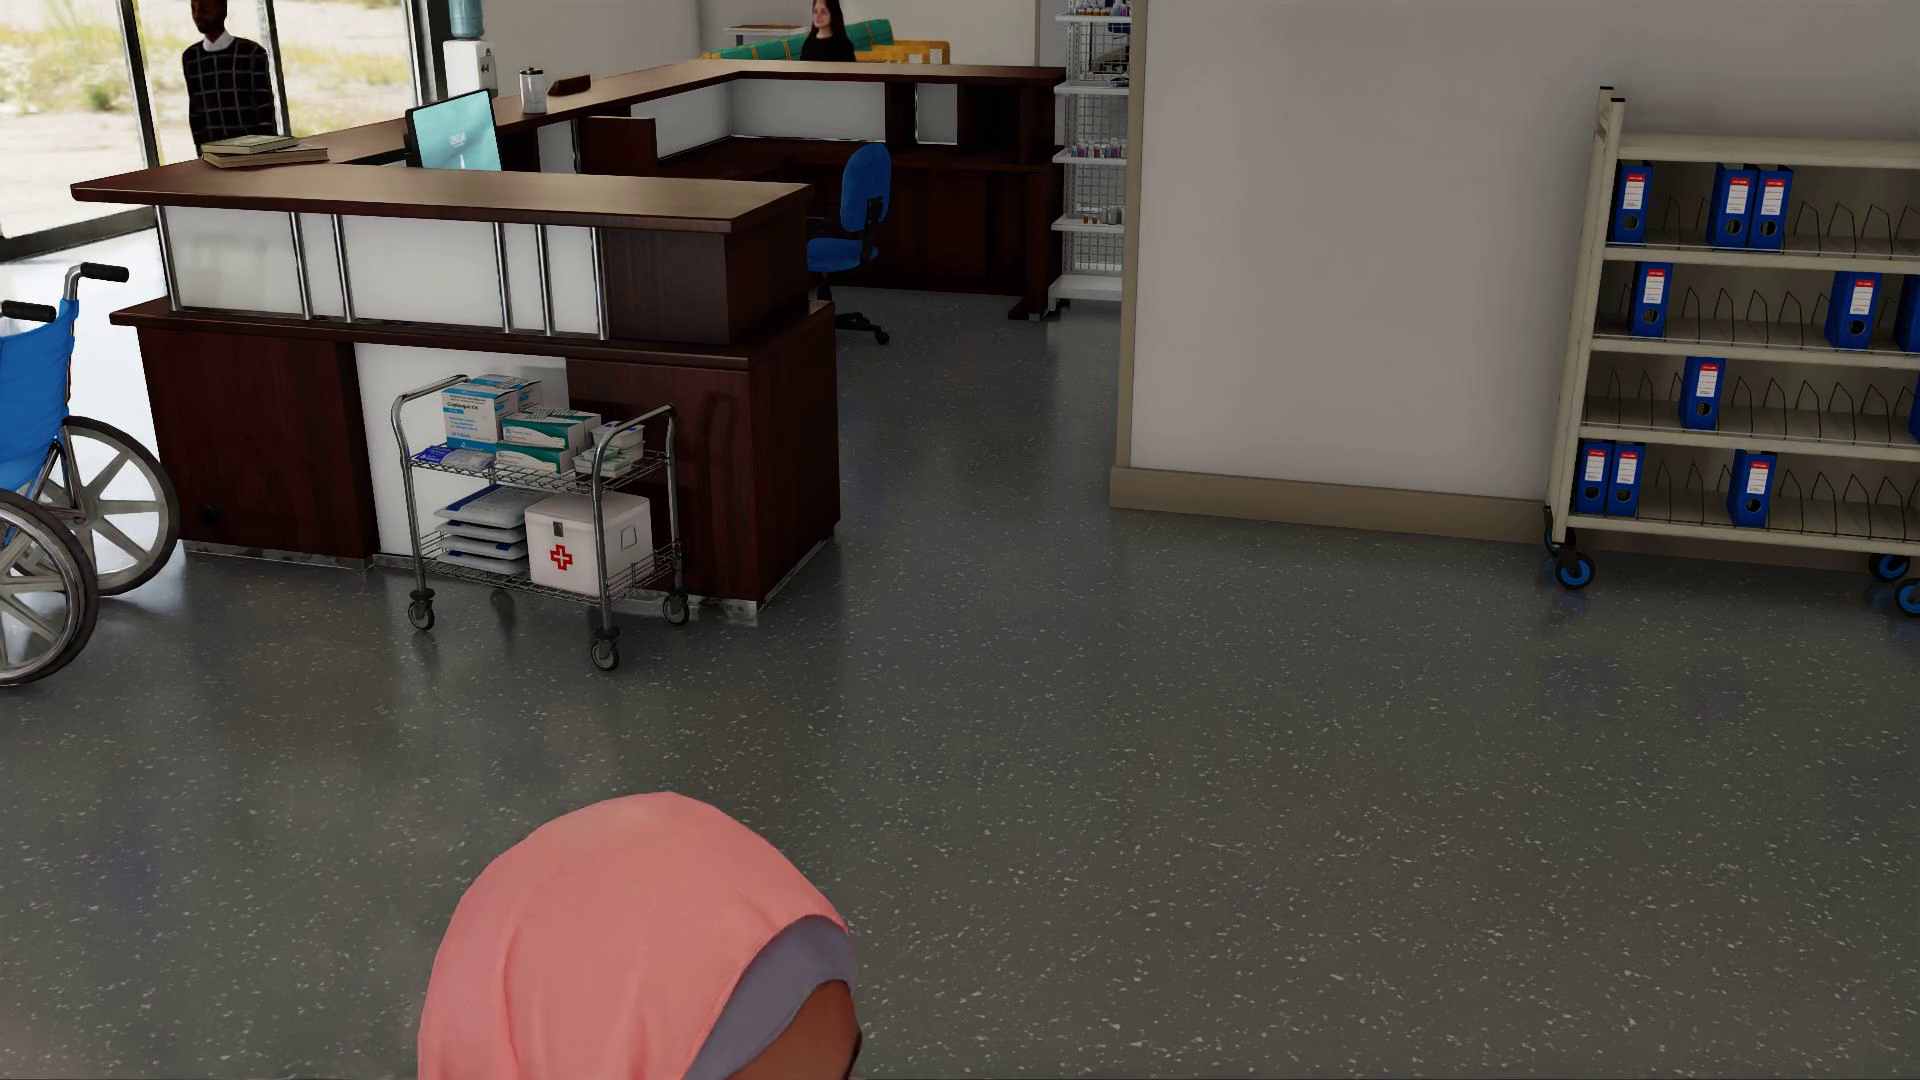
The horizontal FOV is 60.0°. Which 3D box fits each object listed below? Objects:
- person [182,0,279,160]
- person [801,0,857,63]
[{"bbox_3d":[-3.839,-2.039,9.004,1.143,1.797,0.923,0,21,0],"label":"person"},{"bbox_3d":[-0.922,-3.078,11.994,0.986,1.621,0.849,12,24,29],"label":"person"}]
